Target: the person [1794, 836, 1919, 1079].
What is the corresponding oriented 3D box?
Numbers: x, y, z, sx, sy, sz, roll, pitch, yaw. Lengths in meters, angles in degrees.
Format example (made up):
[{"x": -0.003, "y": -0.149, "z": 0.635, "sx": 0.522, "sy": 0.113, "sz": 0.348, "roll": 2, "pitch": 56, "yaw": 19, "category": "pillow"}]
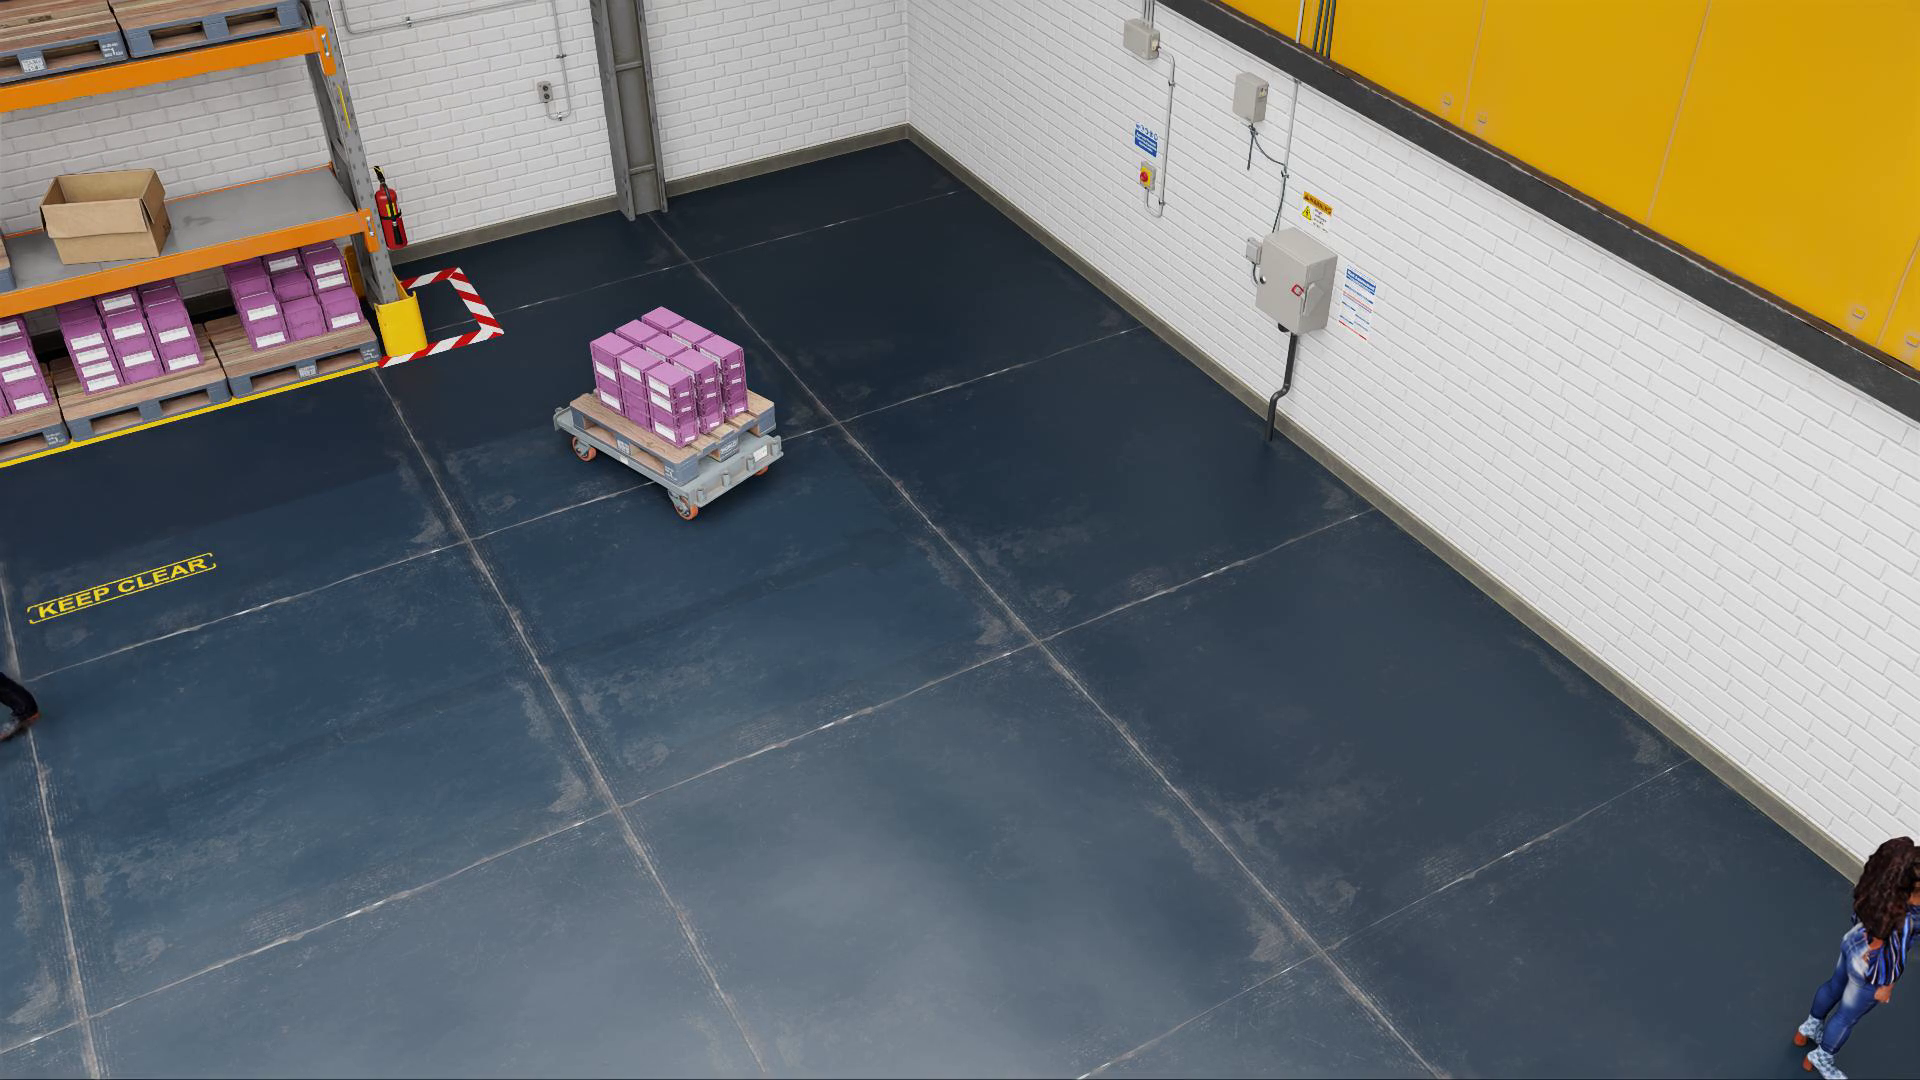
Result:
[{"x": 4.484, "y": 2.065, "z": 8.200, "sx": 0.741, "sy": 1.616, "sz": 0.692, "roll": 7, "pitch": 39, "yaw": 9, "category": "person"}]
